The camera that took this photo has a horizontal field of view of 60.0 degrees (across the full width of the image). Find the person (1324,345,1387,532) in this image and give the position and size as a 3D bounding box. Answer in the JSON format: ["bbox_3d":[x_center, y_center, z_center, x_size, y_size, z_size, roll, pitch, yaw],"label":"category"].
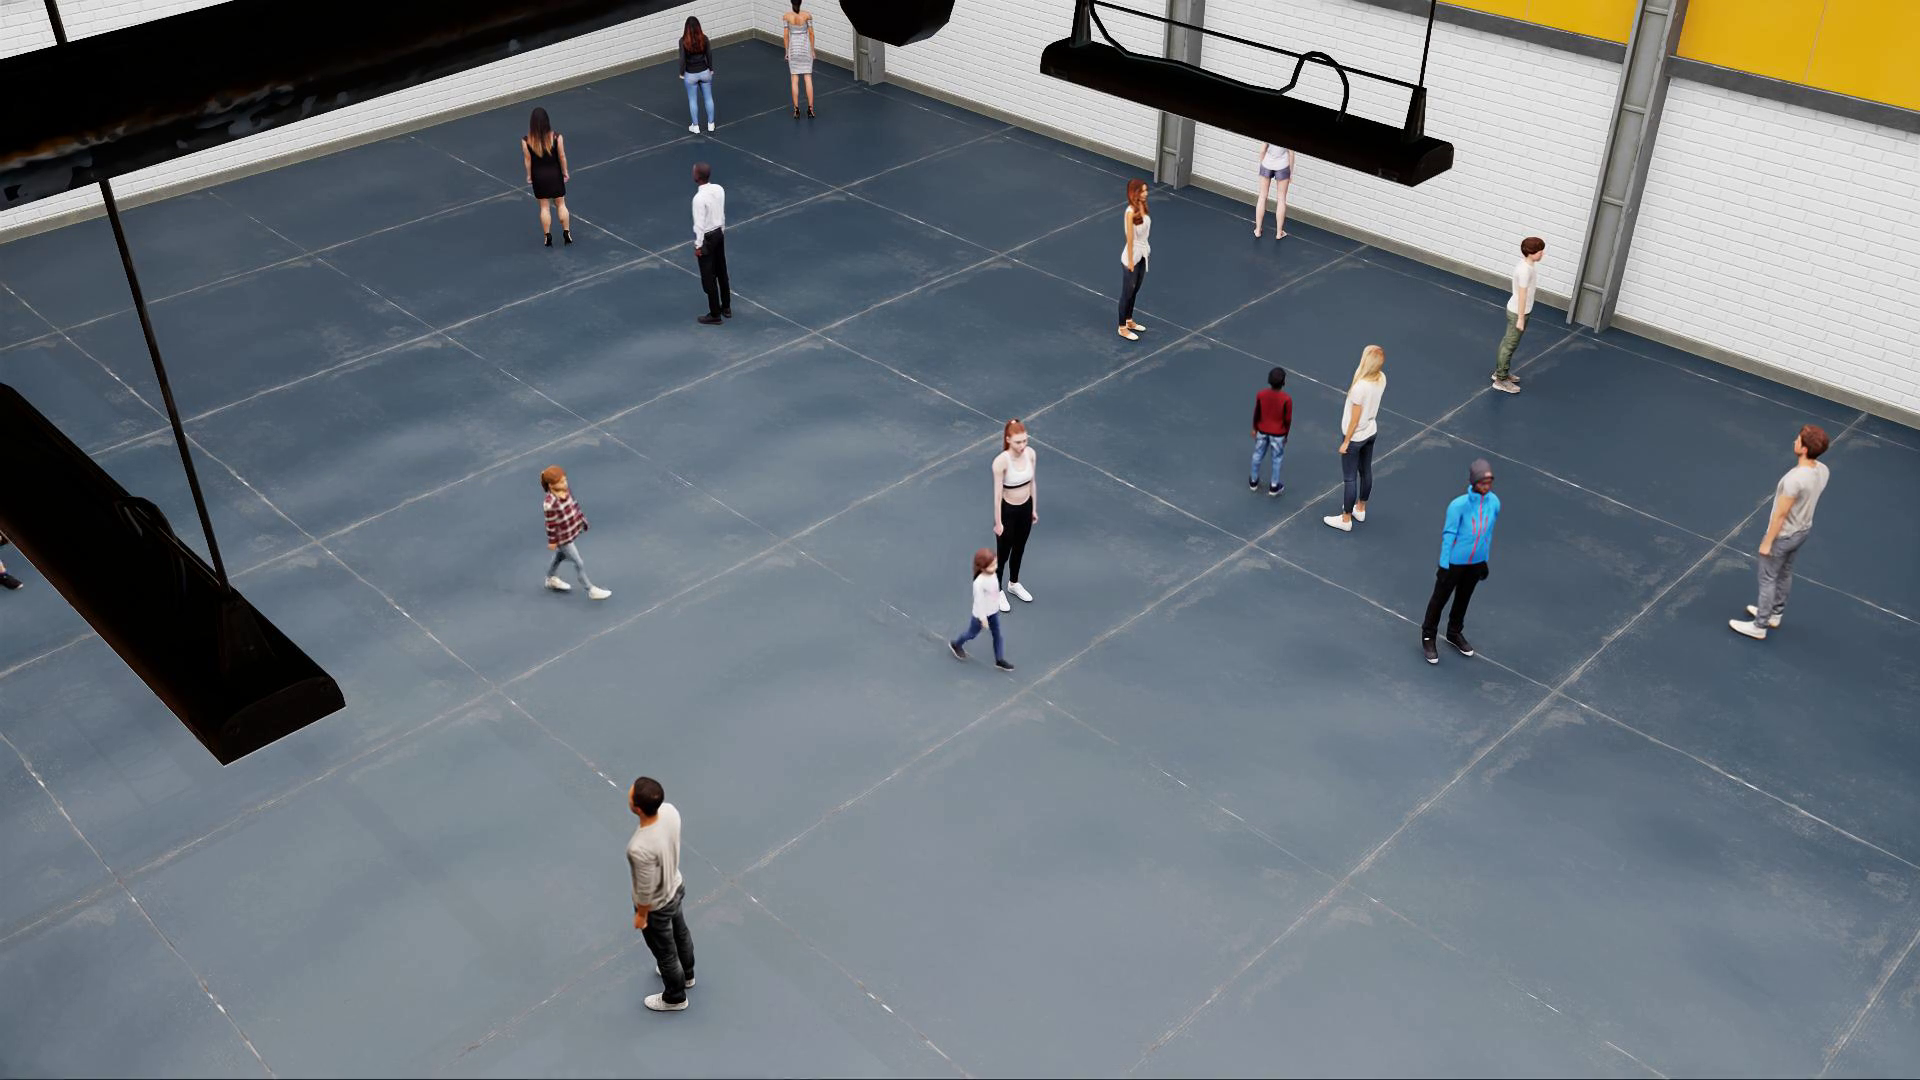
[{"bbox_3d":[3.570,-0.918,14.812,0.603,1.809,0.481,-28,43,-35],"label":"person"}]

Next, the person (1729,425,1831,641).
[{"bbox_3d":[6.682,-0.054,13.436,0.670,1.894,0.566,-26,42,-33],"label":"person"}]

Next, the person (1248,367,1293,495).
[{"bbox_3d":[2.897,-1.025,15.478,0.508,1.250,0.624,16,37,23],"label":"person"}]

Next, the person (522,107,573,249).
[{"bbox_3d":[-4.981,-4.378,20.101,0.756,1.717,0.759,-10,35,-14],"label":"person"}]

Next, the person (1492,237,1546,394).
[{"bbox_3d":[5.738,-2.341,17.094,0.660,1.654,0.647,11,35,16],"label":"person"}]

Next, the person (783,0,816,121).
[{"bbox_3d":[-2.299,-6.965,23.898,0.675,1.822,0.731,-1,34,-1],"label":"person"}]

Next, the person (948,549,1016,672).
[{"bbox_3d":[0.149,0.541,13.266,0.826,1.092,0.504,23,40,30],"label":"person"}]

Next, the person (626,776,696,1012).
[{"bbox_3d":[-1.826,2.158,10.182,0.731,1.812,0.730,8,34,12],"label":"person"}]

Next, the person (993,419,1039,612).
[{"bbox_3d":[0.445,-0.221,13.825,0.618,1.742,0.551,-22,39,-29],"label":"person"}]

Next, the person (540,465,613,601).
[{"bbox_3d":[-3.394,-0.071,14.023,0.964,1.273,0.803,9,35,13],"label":"person"}]

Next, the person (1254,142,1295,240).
[{"bbox_3d":[3.849,-4.551,20.318,0.620,1.766,0.727,11,35,15],"label":"person"}]

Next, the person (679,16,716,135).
[{"bbox_3d":[-3.708,-6.581,23.490,0.708,1.635,0.685,-14,36,-20],"label":"person"}]

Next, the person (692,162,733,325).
[{"bbox_3d":[-2.755,-3.280,18.342,0.631,1.836,0.701,16,37,23],"label":"person"}]

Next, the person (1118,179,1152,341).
[{"bbox_3d":[1.883,-3.069,18.071,0.614,1.785,0.639,17,37,24],"label":"person"}]

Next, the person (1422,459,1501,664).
[{"bbox_3d":[3.995,0.143,13.232,0.697,1.792,0.702,-9,35,-14],"label":"person"}]
